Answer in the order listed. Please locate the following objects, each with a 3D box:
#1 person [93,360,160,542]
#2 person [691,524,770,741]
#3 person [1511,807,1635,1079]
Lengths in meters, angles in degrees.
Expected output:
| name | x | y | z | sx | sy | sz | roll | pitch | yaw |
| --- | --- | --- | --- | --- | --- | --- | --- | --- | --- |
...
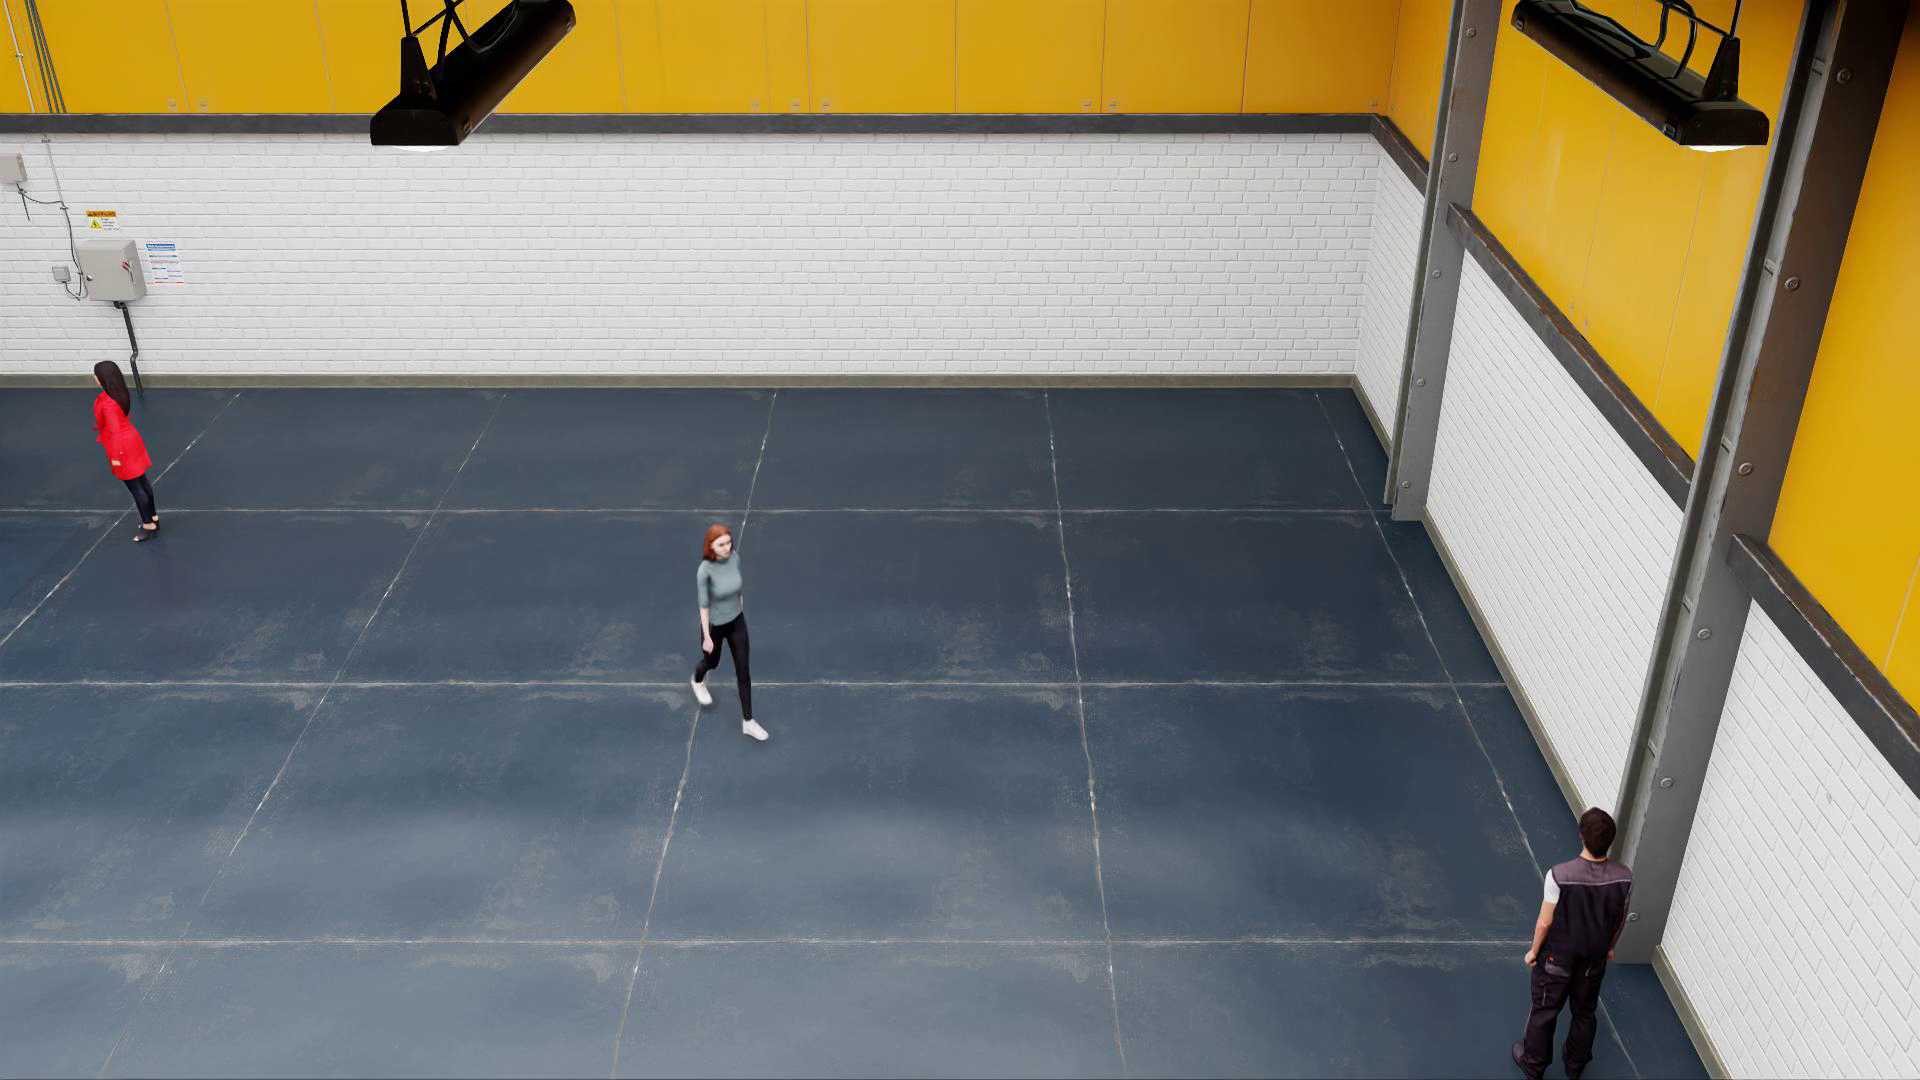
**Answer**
| name | x | y | z | sx | sy | sz | roll | pitch | yaw |
| --- | --- | --- | --- | --- | --- | --- | --- | --- | --- |
| person | -7.589 | -0.818 | 15.140 | 0.718 | 1.748 | 0.603 | -5 | 29 | -9 |
| person | -1.831 | 0.646 | 12.500 | 1.109 | 1.706 | 1.177 | -25 | 37 | -38 |
| person | 3.449 | 2.297 | 9.327 | 0.643 | 1.846 | 0.557 | 1 | 29 | 1 |
